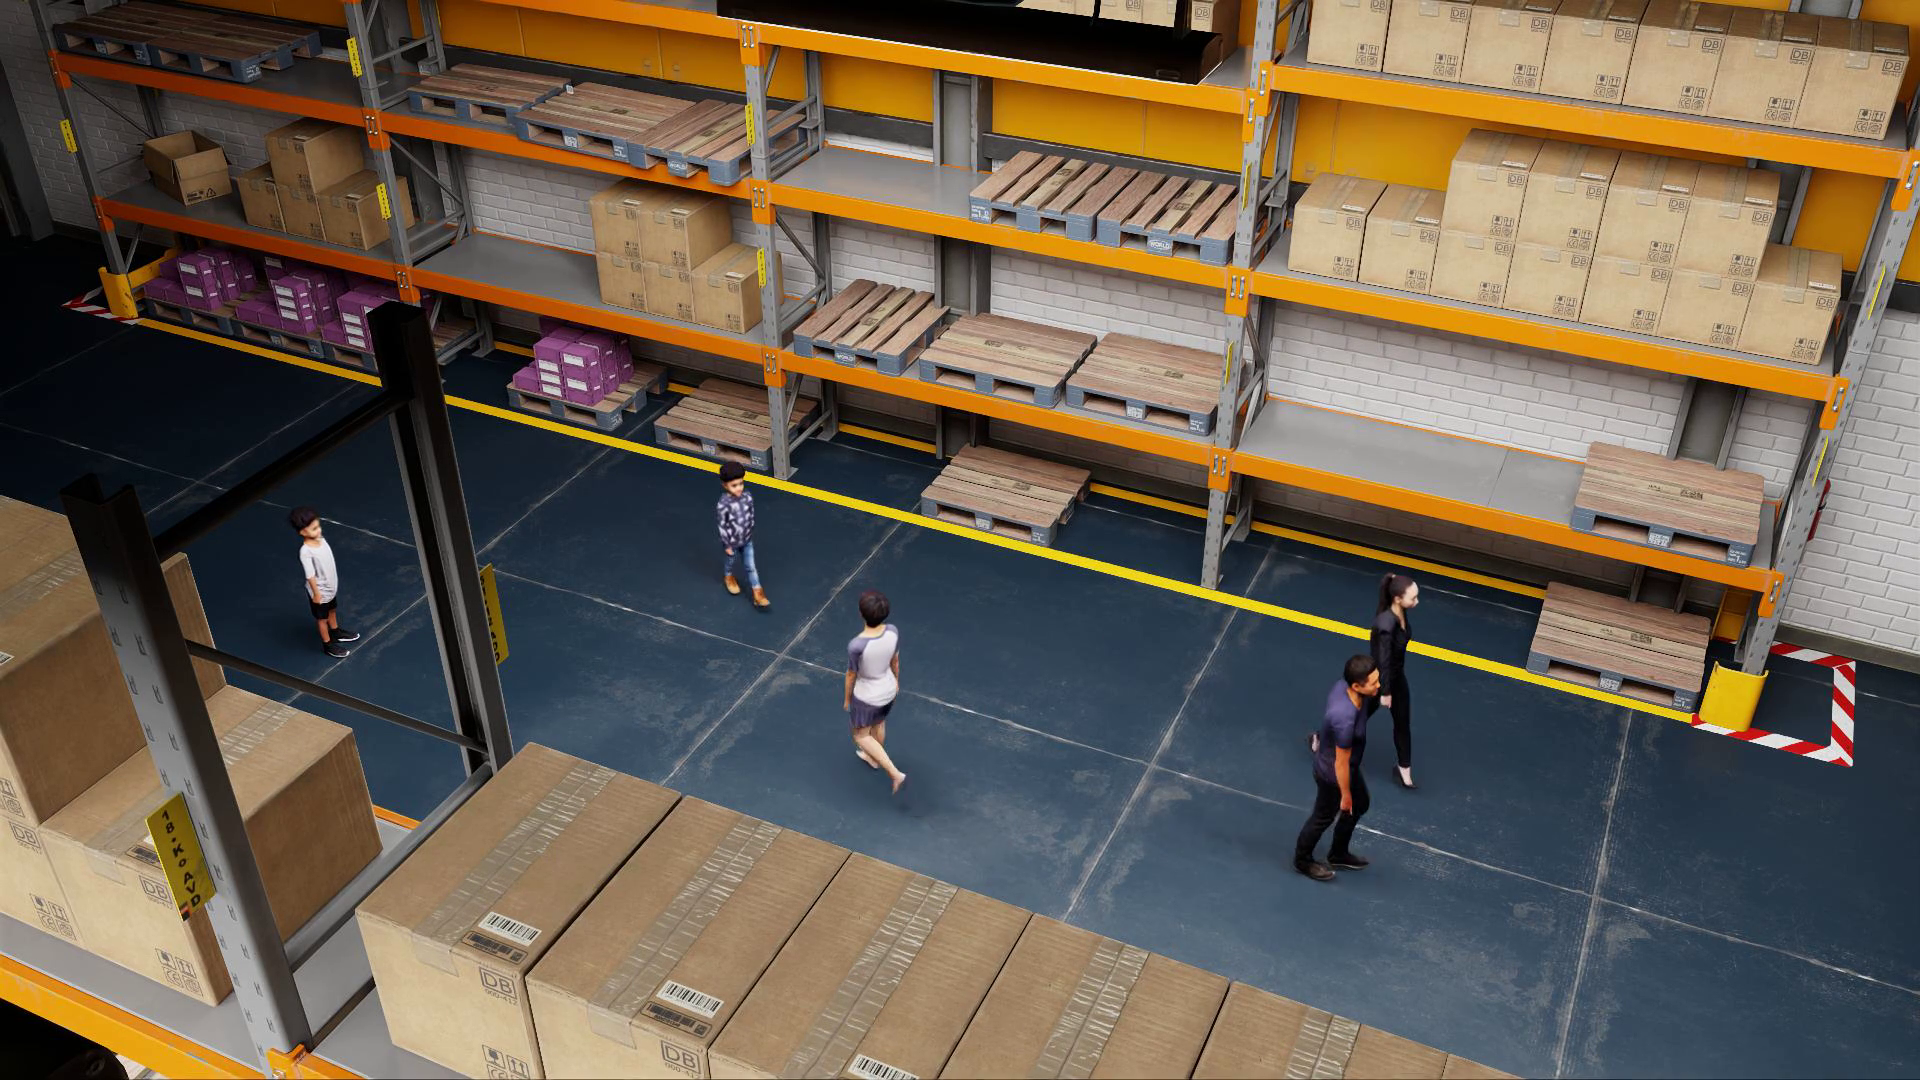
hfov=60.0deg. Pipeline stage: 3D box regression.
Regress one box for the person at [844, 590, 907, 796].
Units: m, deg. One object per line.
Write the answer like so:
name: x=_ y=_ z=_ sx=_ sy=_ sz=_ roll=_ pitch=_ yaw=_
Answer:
person: x=-0.547 y=1.038 z=11.126 sx=0.759 sy=1.546 sz=0.941 roll=-27 pitch=42 yaw=-34

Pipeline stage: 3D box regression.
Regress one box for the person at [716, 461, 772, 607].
person: x=-1.789 y=-0.070 z=13.087 sx=0.757 sy=1.220 sz=0.906 roll=-20 pitch=38 yaw=-27

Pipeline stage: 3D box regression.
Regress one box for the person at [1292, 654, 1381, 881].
person: x=2.268 y=1.407 z=10.361 sx=0.716 sy=1.777 sz=0.689 roll=11 pitch=35 yaw=16

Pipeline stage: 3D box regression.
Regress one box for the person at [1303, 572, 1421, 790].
person: x=2.741 y=0.941 z=11.154 sx=1.090 sy=1.675 sz=0.669 roll=19 pitch=38 yaw=26

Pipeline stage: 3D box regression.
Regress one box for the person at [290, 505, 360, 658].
person: x=-4.811 y=0.293 z=12.507 sx=0.570 sy=1.258 sz=0.553 roll=2 pitch=34 yaw=4
